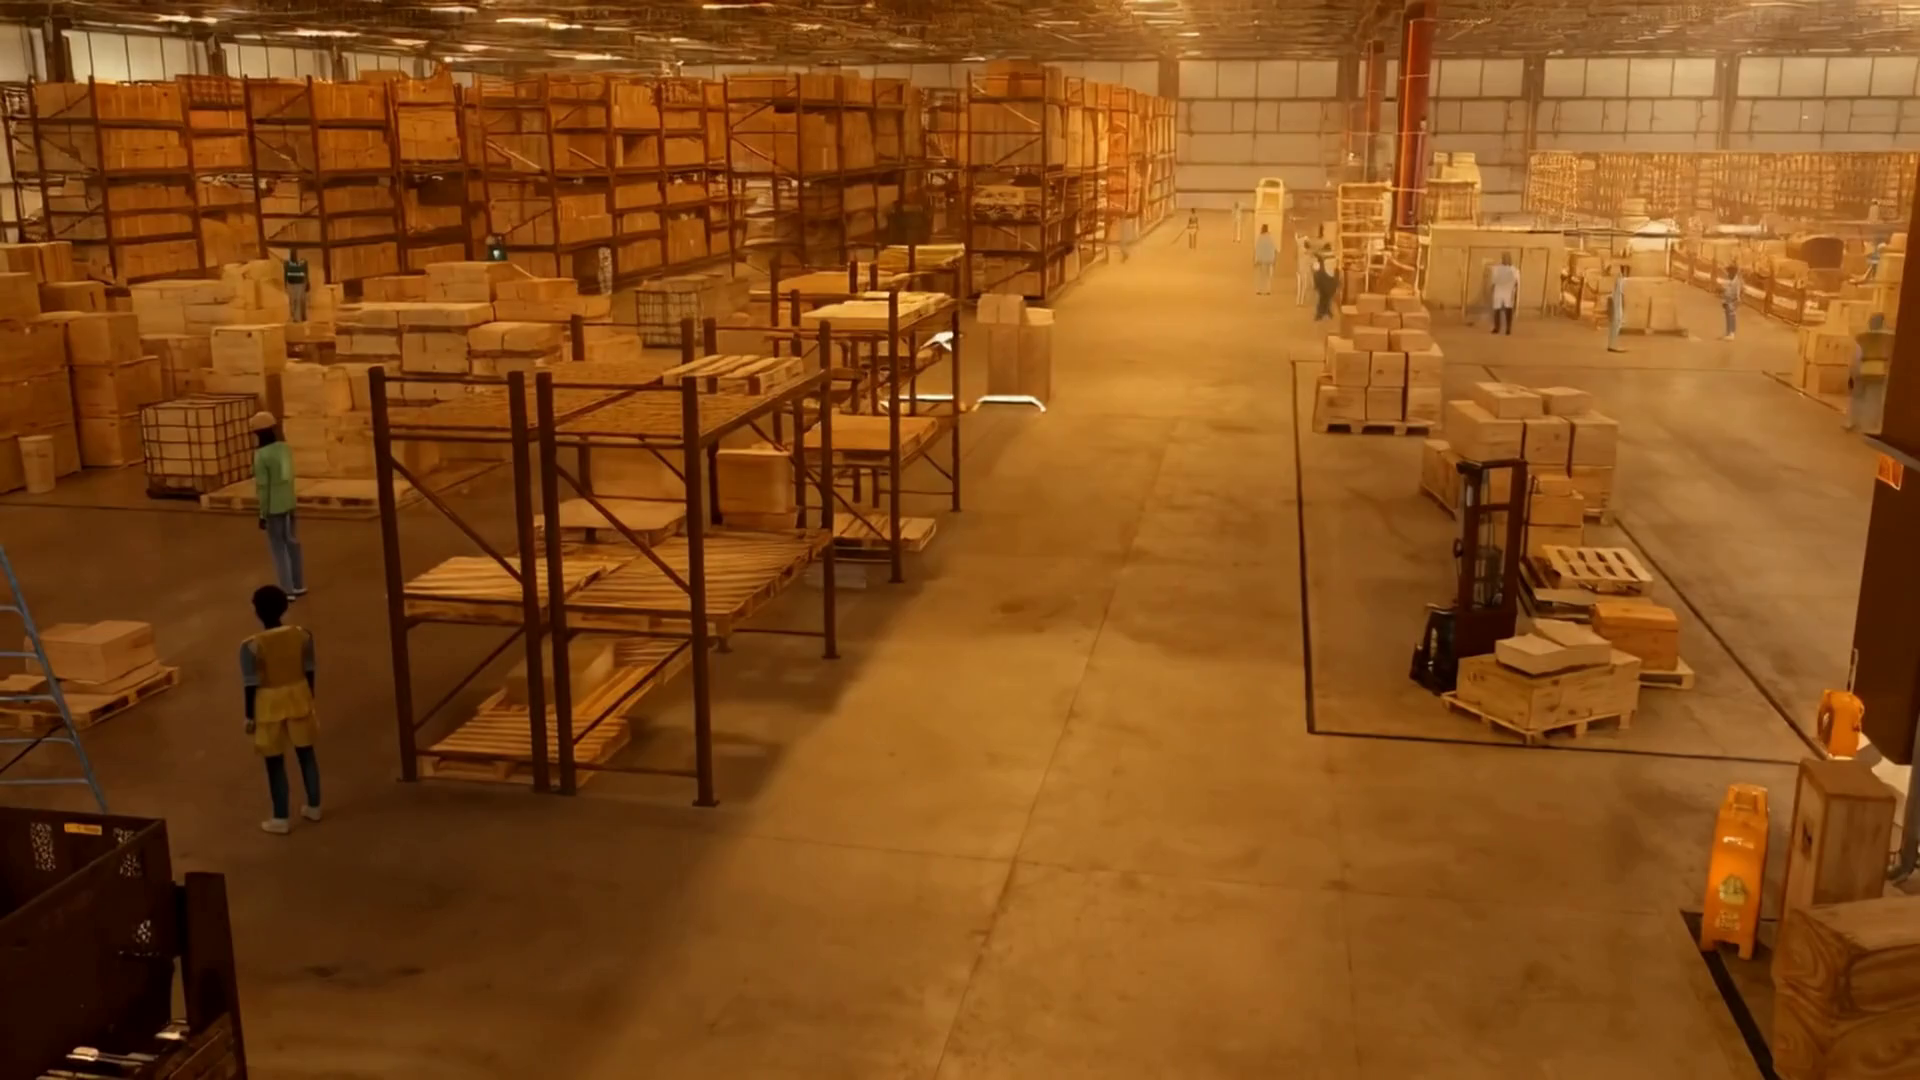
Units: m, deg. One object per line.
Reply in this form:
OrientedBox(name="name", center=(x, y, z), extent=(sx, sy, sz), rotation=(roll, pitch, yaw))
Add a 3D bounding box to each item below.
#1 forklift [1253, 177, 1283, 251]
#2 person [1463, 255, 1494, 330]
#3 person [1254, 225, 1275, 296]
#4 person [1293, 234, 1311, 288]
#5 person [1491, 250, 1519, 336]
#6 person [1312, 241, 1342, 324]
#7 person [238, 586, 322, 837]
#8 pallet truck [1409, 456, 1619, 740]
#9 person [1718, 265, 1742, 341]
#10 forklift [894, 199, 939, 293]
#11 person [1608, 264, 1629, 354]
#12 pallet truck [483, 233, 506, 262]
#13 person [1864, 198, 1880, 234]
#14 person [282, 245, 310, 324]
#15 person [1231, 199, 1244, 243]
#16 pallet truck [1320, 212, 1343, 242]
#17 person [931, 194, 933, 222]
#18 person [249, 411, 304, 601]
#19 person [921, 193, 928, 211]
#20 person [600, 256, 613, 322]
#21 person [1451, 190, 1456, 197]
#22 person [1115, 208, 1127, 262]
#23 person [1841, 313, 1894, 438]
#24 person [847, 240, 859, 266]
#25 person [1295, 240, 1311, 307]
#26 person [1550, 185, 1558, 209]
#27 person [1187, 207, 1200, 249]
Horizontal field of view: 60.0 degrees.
OrientedBox(name="forklift", center=(12.083, -12.747, 64.956), extent=(1.129, 2.768, 1.873), rotation=(3, 14, 10))
OrientedBox(name="person", center=(12.328, -5.849, 39.314), extent=(0.821, 1.732, 0.541), rotation=(11, 18, 39))
OrientedBox(name="person", center=(8.660, -7.952, 47.306), extent=(0.612, 1.997, 0.375), rotation=(-3, 14, -11))
OrientedBox(name="person", center=(10.102, -8.205, 49.102), extent=(0.510, 1.618, 0.344), rotation=(5, 15, 20))
OrientedBox(name="person", center=(12.435, -5.633, 37.988), extent=(0.598, 1.958, 0.385), rotation=(11, 18, 39))
OrientedBox(name="person", center=(8.882, -6.270, 40.387), extent=(0.992, 2.000, 0.683), rotation=(-10, 17, -36))
OrientedBox(name="person", center=(-4.511, 1.127, 11.060), extent=(0.318, 1.699, 0.535), rotation=(10, 17, 34))
OrientedBox(name="pallet truck", center=(4.504, 0.400, 13.395), extent=(0.823, 1.965, 1.885), rotation=(-6, 15, -23))
OrientedBox(name="person", center=(17.202, -5.281, 37.103), extent=(0.320, 1.693, 0.537), rotation=(0, 14, -1))
OrientedBox(name="forklift", center=(-1.259, -7.707, 44.495), extent=(1.129, 2.768, 1.873), rotation=(3, 14, 10))
OrientedBox(name="person", center=(13.931, -4.876, 35.069), extent=(0.323, 1.876, 0.528), rotation=(1, 14, 5))
OrientedBox(name="pallet truck", center=(-11.832, -7.026, 43.548), extent=(1.885, 1.965, 0.823), rotation=(8, 16, 28))
OrientedBox(name="person", center=(39.074, -13.718, 71.156), extent=(0.926, 1.792, 0.611), rotation=(4, 14, 17))
OrientedBox(name="person", center=(-16.078, -6.177, 40.288), extent=(0.592, 1.911, 0.385), rotation=(-13, 19, -43))
OrientedBox(name="person", center=(11.601, -13.370, 69.686), extent=(0.410, 1.823, 0.597), rotation=(-11, 18, -38))
OrientedBox(name="pallet truck", center=(15.874, -13.227, 70.310), extent=(0.680, 1.201, 1.601), rotation=(10, 17, 35))
OrientedBox(name="person", center=(-1.592, -17.191, 85.300), extent=(0.329, 1.765, 0.525), rotation=(-8, 16, -29))
OrientedBox(name="person", center=(-6.808, -0.337, 16.547), extent=(0.372, 1.922, 0.585), rotation=(2, 14, 6))
OrientedBox(name="person", center=(-1.881, -17.105, 84.517), extent=(0.606, 1.975, 0.812), rotation=(1, 14, 3))
OrientedBox(name="person", center=(-8.596, -6.081, 40.452), extent=(0.314, 1.636, 0.517), rotation=(-3, 14, -11))
OrientedBox(name="person", center=(22.876, -15.343, 77.463), extent=(0.619, 1.923, 0.559), rotation=(-7, 15, -26))
OrientedBox(name="person", center=(5.732, -10.868, 59.293), extent=(0.405, 1.921, 0.559), rotation=(1, 14, 3))
OrientedBox(name="person", center=(13.965, -2.550, 25.612), extent=(0.586, 1.875, 0.904), rotation=(3, 14, 11))
OrientedBox(name="person", center=(-2.733, -6.704, 42.478), extent=(0.356, 1.883, 0.572), rotation=(-2, 14, -7))
OrientedBox(name="person", center=(9.148, -7.088, 44.286), extent=(0.329, 1.764, 0.524), rotation=(-5, 15, -19))
OrientedBox(name="person", center=(31.452, -17.918, 88.087), extent=(0.391, 1.841, 0.564), rotation=(-2, 14, -8))
OrientedBox(name="person", center=(9.307, -12.474, 66.380), extent=(0.543, 1.649, 0.885), rotation=(1, 14, 3))
